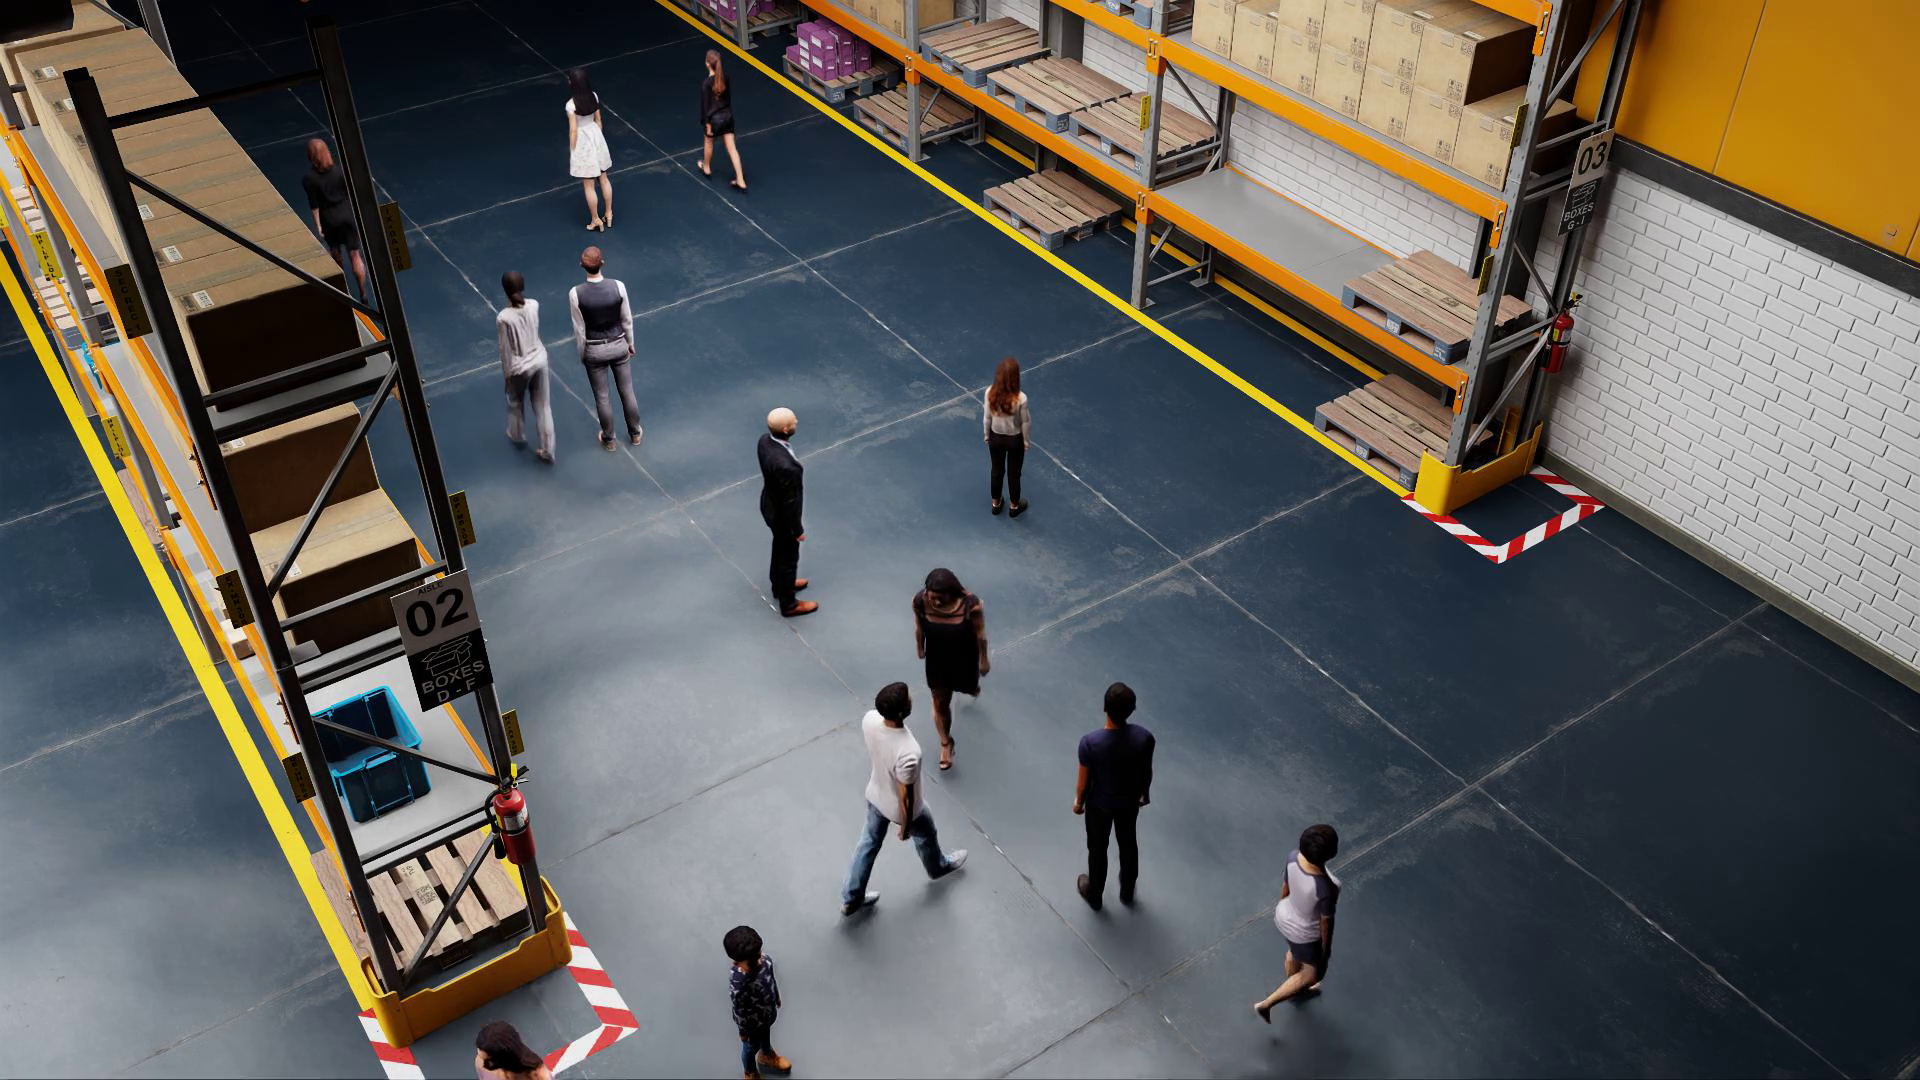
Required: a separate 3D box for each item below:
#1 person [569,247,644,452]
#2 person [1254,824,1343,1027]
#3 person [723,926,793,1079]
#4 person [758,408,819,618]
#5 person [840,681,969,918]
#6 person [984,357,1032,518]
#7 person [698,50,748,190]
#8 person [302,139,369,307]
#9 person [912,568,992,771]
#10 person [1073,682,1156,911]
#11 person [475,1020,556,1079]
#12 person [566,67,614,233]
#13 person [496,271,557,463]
[{"bbox_3d":[-3.007,-1.630,14.140,0.712,1.938,0.659,-13,40,-16],"label":"person"},{"bbox_3d":[1.947,2.240,9.602,0.693,1.554,0.760,-17,42,-20],"label":"person"},{"bbox_3d":[-1.153,2.632,9.354,0.603,1.251,0.569,21,43,24],"label":"person"},{"bbox_3d":[-1.329,-0.216,12.482,0.801,1.797,0.605,-13,41,-16],"label":"person"},{"bbox_3d":[-0.472,1.615,10.173,0.802,1.818,1.127,-28,46,-30],"label":"person"},{"bbox_3d":[0.380,-0.826,13.497,0.595,1.485,0.680,12,40,14],"label":"person"},{"bbox_3d":[-2.575,-4.551,18.138,0.581,1.514,1.060,-26,45,-29],"label":"person"},{"bbox_3d":[-5.996,-3.025,16.118,0.623,1.649,1.074,-22,44,-25],"label":"person"},{"bbox_3d":[-0.032,0.760,11.359,1.097,1.675,1.155,3,39,4],"label":"person"},{"bbox_3d":[0.940,1.591,10.226,0.716,1.790,0.659,-9,39,-11],"label":"person"},{"bbox_3d":[-2.158,2.956,8.509,0.807,1.800,0.864,11,40,14],"label":"person"},{"bbox_3d":[-3.868,-4.064,17.319,0.716,1.774,0.715,28,46,30],"label":"person"},{"bbox_3d":[-3.596,-1.421,14.030,0.631,1.749,0.880,-29,47,-31],"label":"person"}]
